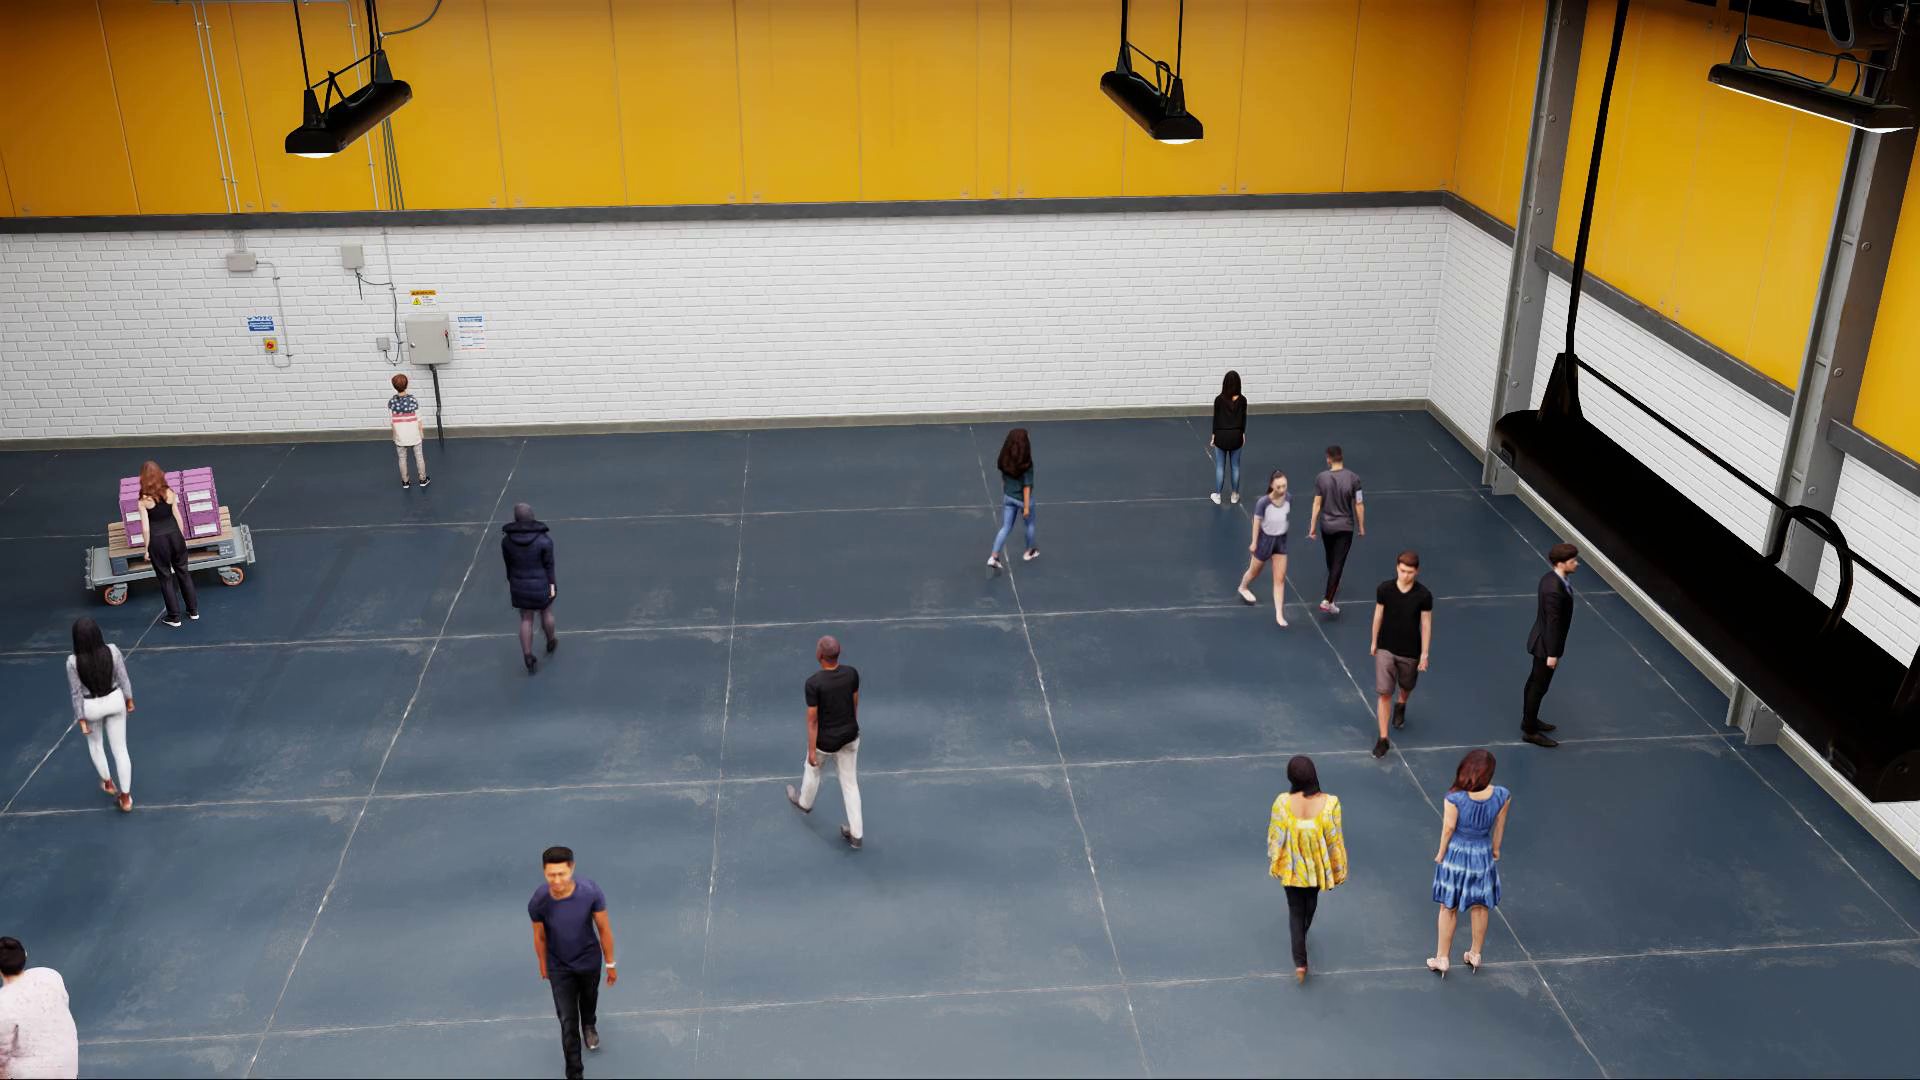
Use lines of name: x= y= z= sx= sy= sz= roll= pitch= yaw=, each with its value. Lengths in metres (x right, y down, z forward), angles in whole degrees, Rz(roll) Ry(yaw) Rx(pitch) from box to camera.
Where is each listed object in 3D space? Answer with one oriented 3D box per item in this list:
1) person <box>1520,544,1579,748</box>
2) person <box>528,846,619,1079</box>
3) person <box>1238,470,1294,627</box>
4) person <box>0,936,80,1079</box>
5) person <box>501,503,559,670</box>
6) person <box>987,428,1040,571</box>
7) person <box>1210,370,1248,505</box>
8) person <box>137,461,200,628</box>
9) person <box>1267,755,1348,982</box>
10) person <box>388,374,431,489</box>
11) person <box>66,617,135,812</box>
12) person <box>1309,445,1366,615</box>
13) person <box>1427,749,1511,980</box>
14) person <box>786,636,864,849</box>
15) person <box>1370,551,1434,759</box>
person: x=5.194 y=0.895 z=14.701 sx=0.830 sy=1.894 sz=0.680 roll=7 pitch=24 yaw=15
person: x=-2.487 y=2.688 z=10.789 sx=0.780 sy=1.744 sz=1.164 roll=-6 pitch=24 yaw=-12
person: x=3.135 y=0.029 z=17.056 sx=0.770 sy=1.596 sz=1.150 roll=-8 pitch=25 yaw=-18
person: x=-5.423 y=3.107 z=9.851 sx=0.866 sy=1.727 sz=0.764 roll=10 pitch=26 yaw=22
person: x=-4.156 y=0.461 z=15.999 sx=0.729 sy=1.651 sz=0.960 roll=1 pitch=24 yaw=2
person: x=0.570 y=-0.413 z=18.082 sx=1.040 sy=1.584 sz=1.109 roll=18 pitch=29 yaw=35
person: x=3.211 y=-1.233 z=19.879 sx=0.576 sy=1.646 sz=0.544 roll=0 pitch=24 yaw=1
person: x=-8.058 y=0.026 z=16.874 sx=0.723 sy=1.747 sz=0.660 roll=18 pitch=29 yaw=35
person: x=2.456 y=2.359 z=11.715 sx=0.796 sy=1.604 sz=0.903 roll=5 pitch=24 yaw=12
person: x=-6.782 y=-1.346 z=20.397 sx=0.535 sy=1.439 sz=0.500 roll=-5 pitch=24 yaw=-11
person: x=-7.014 y=1.453 z=13.663 sx=0.815 sy=1.704 sz=0.914 roll=-15 pitch=28 yaw=-31
person: x=3.862 y=-0.074 z=17.148 sx=1.106 sy=1.709 sz=1.308 roll=13 pitch=27 yaw=27
person: x=3.555 y=2.267 z=11.673 sx=0.675 sy=1.805 sz=0.576 roll=-4 pitch=24 yaw=-8
person: x=-0.948 y=1.638 z=13.162 sx=1.017 sy=1.766 sz=1.241 roll=-15 pitch=28 yaw=-30
person: x=3.913 y=0.931 z=14.702 sx=1.055 sy=1.829 sz=1.321 roll=9 pitch=25 yaw=20
